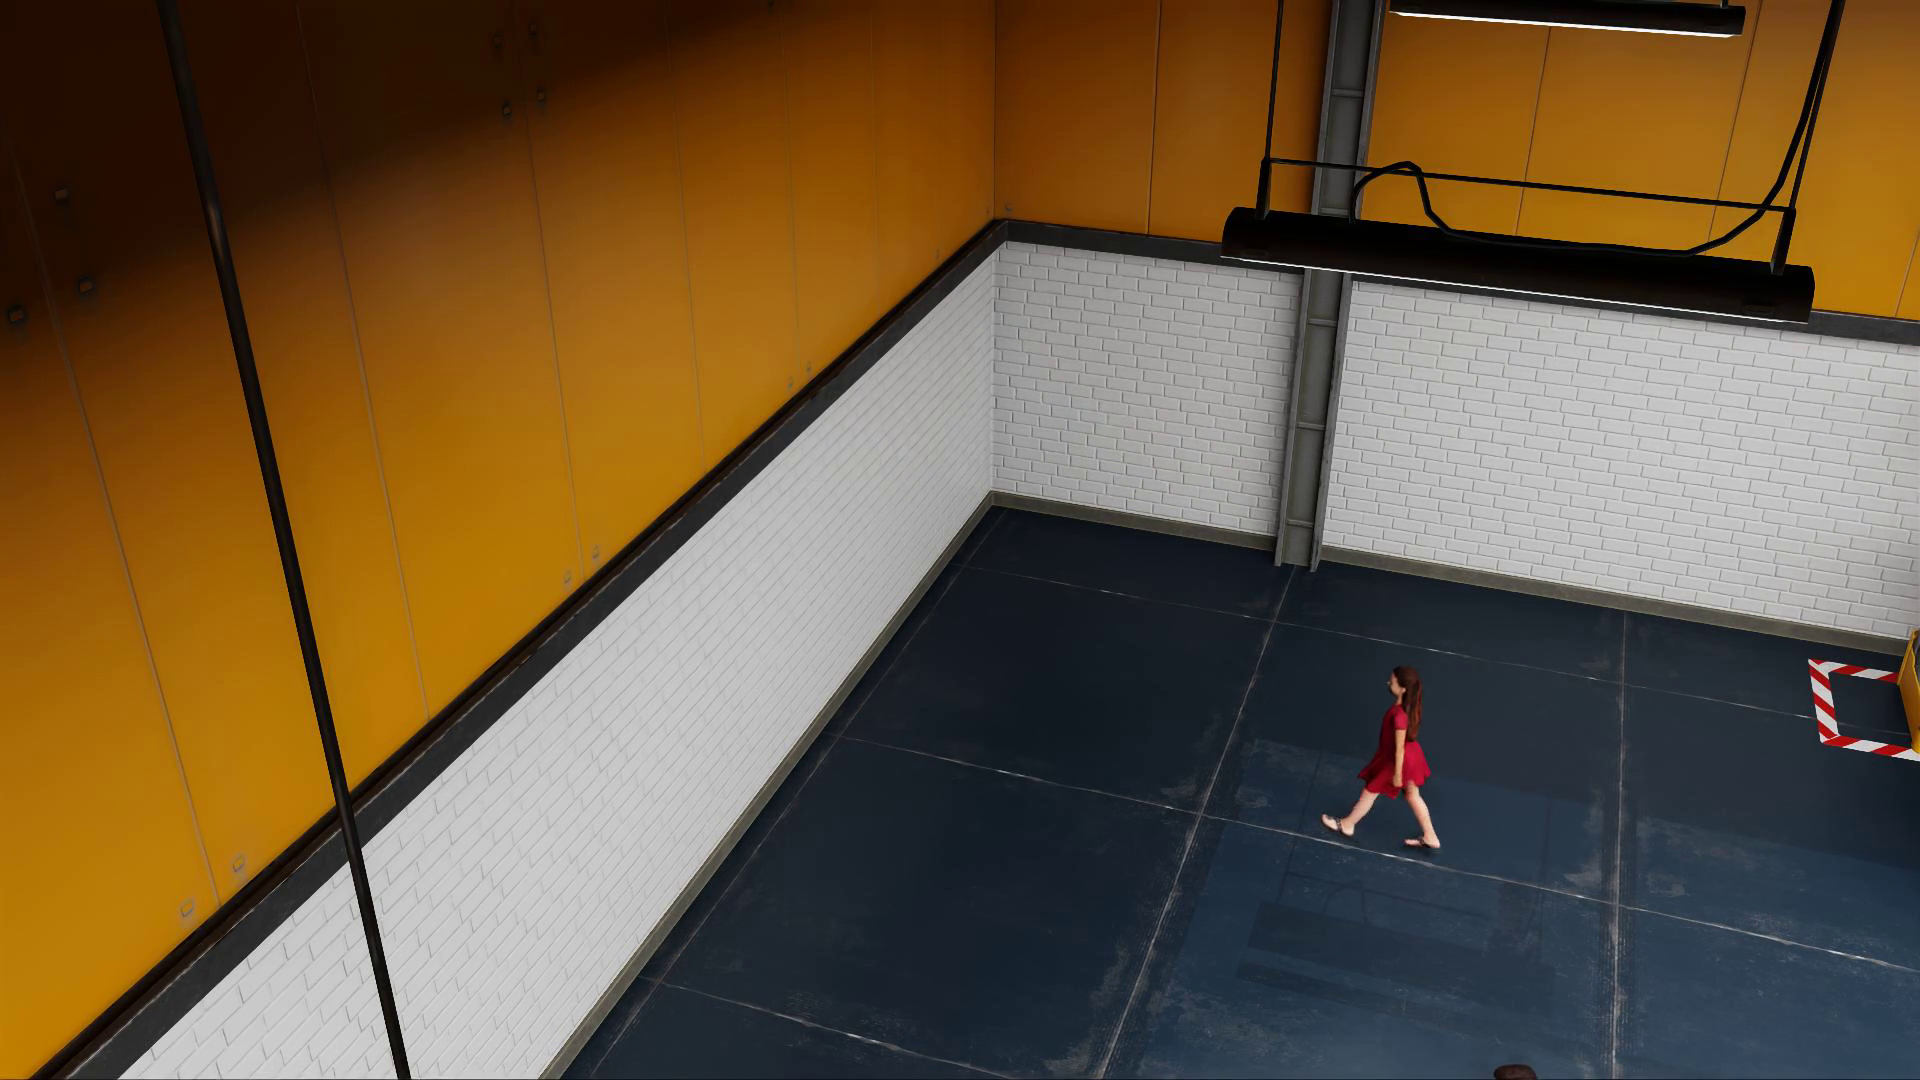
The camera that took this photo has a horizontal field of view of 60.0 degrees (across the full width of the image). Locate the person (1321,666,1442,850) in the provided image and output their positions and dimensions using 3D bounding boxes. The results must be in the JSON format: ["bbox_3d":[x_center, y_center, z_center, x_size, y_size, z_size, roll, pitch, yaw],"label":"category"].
[{"bbox_3d":[3.233,1.607,11.981,1.110,1.509,0.636,13,31,23],"label":"person"}]
